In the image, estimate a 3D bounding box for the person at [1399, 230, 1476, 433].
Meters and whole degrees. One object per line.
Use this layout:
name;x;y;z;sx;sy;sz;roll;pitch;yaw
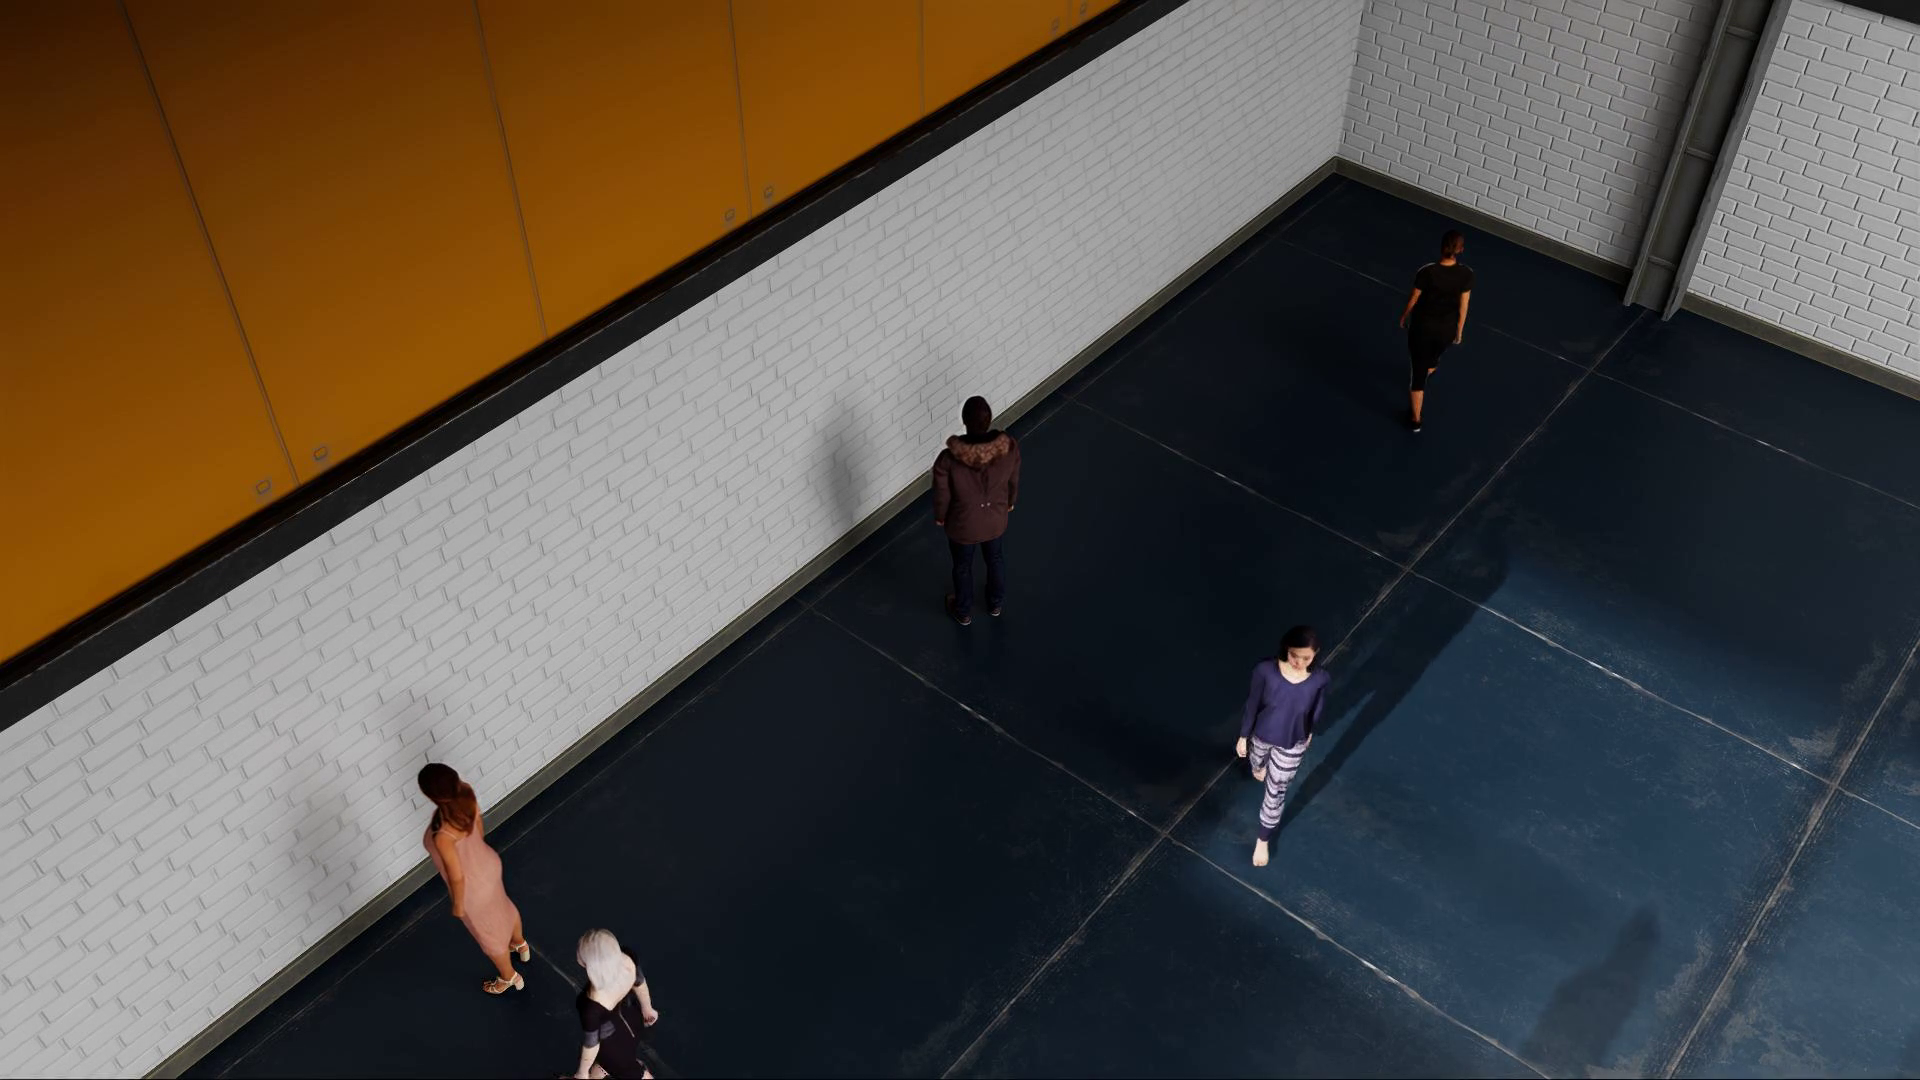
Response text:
person;3.544;-1.527;12.431;1.016;1.638;1.016;2;44;2

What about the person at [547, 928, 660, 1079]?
person;-1.564;2.484;8.112;1.207;1.788;0.916;11;45;12

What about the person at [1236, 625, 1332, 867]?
person;1.847;1.049;9.681;1.091;1.702;0.983;10;44;10

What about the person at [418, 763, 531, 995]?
person;-2.564;1.790;8.810;0.686;1.831;0.669;5;44;5

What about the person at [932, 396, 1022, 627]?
person;0.110;-0.179;10.865;0.873;1.848;0.878;-14;45;-14
